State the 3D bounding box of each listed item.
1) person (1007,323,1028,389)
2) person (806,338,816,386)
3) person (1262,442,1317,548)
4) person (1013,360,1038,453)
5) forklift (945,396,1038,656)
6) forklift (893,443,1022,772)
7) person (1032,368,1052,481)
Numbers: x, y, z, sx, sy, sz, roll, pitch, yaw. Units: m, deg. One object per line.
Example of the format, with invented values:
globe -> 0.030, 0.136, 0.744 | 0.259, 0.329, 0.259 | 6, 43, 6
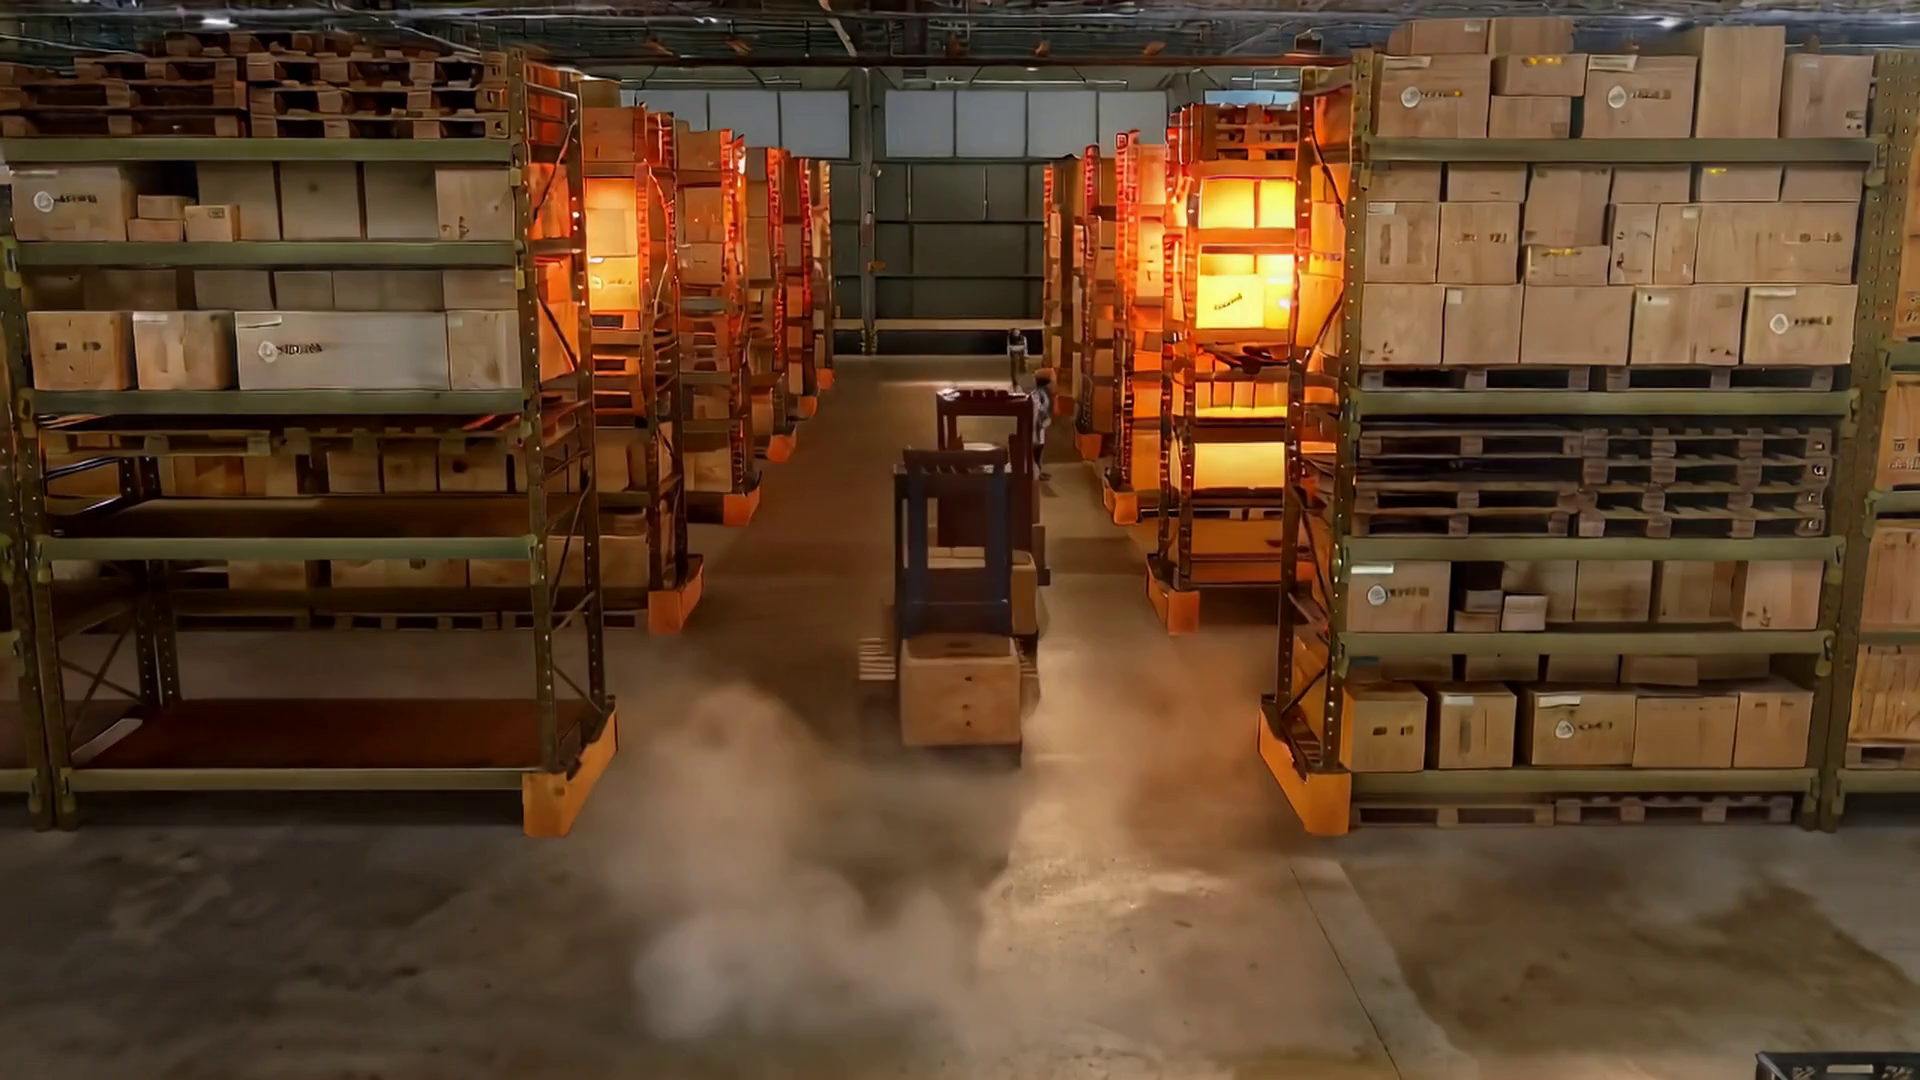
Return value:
person -> 1.556, -5.031, 45.321 | 0.579, 1.807, 0.941 | 1, 11, 3
person -> -3.918, -4.438, 42.220 | 0.936, 1.870, 0.651 | 9, 14, 36
person -> 4.825, -0.816, 24.166 | 0.908, 1.905, 0.665 | 2, 12, 12
person -> 1.383, -2.691, 33.576 | 0.642, 1.866, 0.955 | 0, 11, 2
forklift -> 0.295, -0.230, 18.839 | 1.129, 2.768, 1.873 | 0, 11, -2
forklift -> -0.037, 0.517, 15.136 | 1.129, 2.768, 1.873 | -1, 11, -4
person -> 1.482, -2.109, 30.237 | 0.371, 2.044, 0.608 | 1, 11, 7
